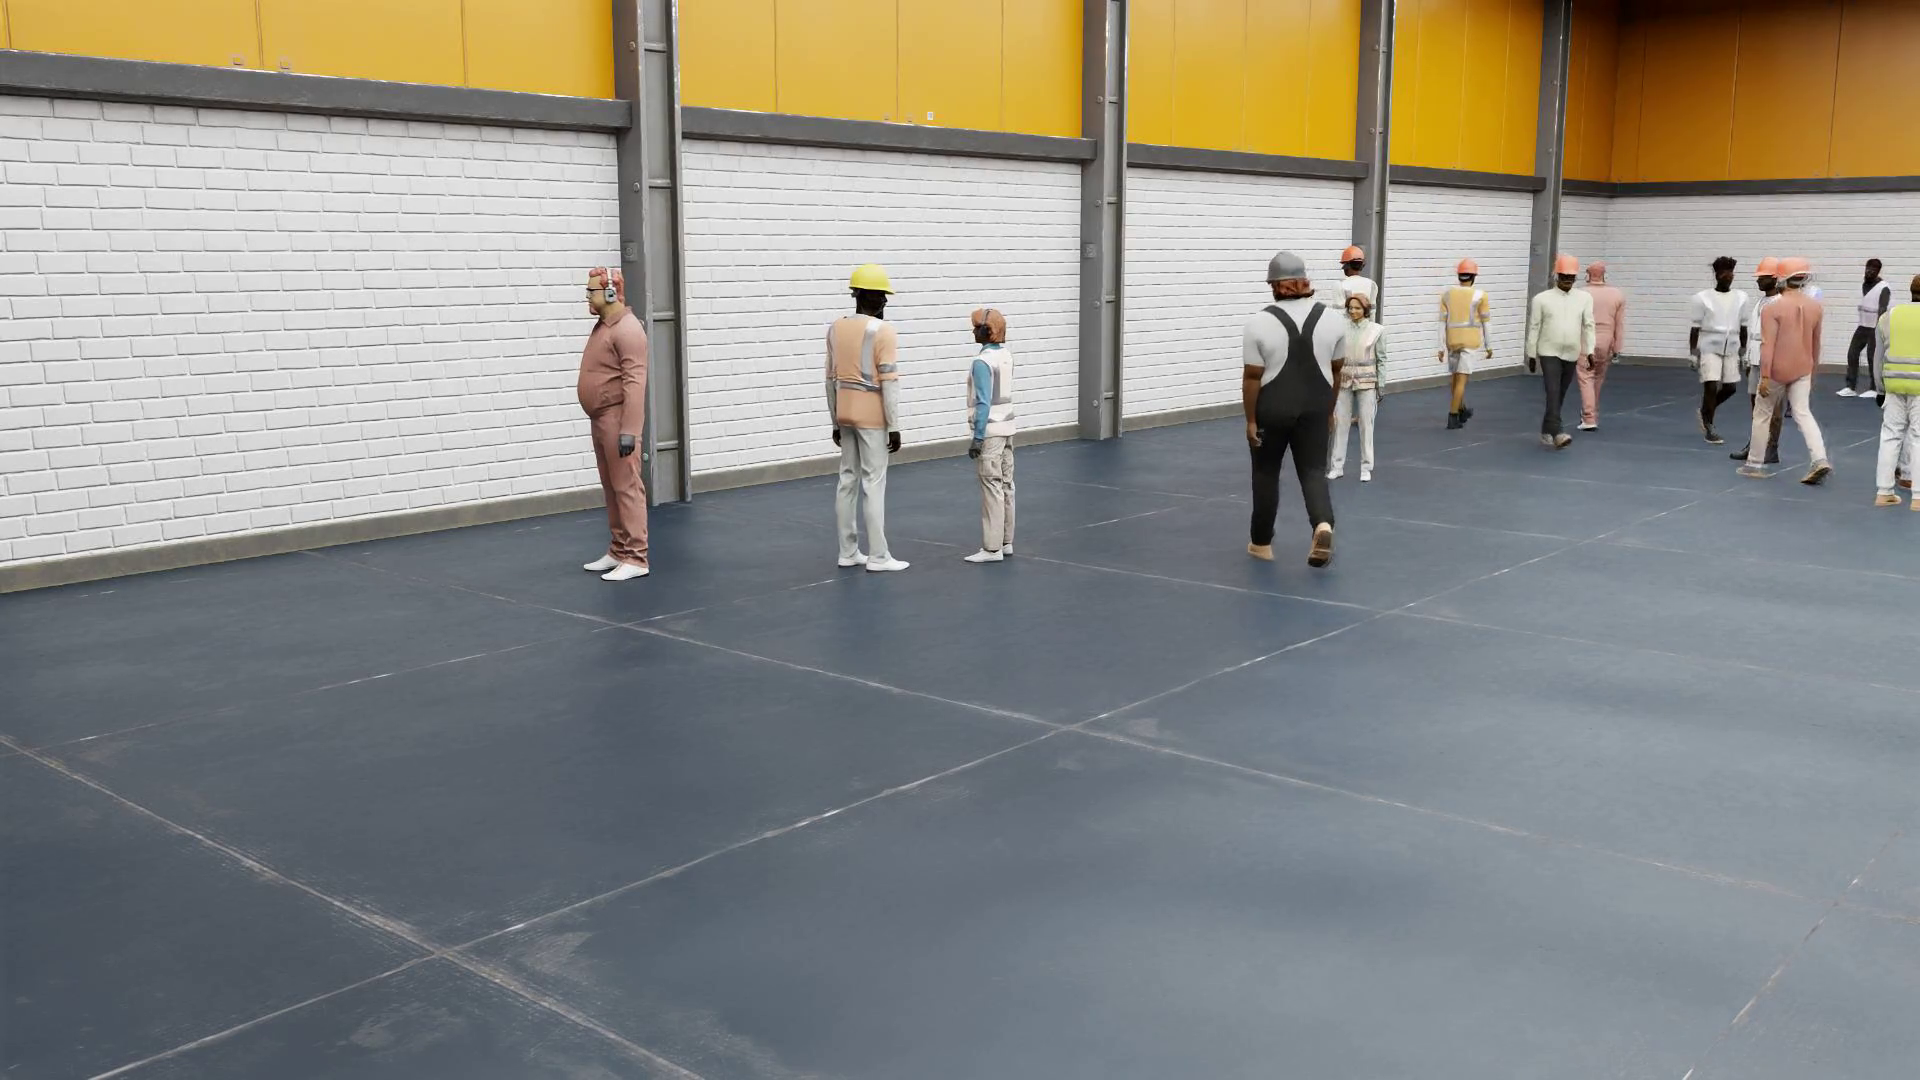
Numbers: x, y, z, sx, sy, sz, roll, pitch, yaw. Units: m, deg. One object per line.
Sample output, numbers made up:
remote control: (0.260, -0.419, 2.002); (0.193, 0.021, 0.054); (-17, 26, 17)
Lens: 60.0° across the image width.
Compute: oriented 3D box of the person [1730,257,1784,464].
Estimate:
person: (7.591, -1.688, 15.686); (0.360, 1.938, 0.546); (-1, 10, -7)

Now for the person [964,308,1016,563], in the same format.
person: (0.201, -0.670, 10.733); (0.313, 1.642, 0.513); (4, 11, 22)

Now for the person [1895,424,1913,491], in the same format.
person: (8.088, -1.372, 14.023); (0.560, 1.903, 0.829); (8, 13, 37)

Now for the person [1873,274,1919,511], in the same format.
person: (7.425, -1.153, 12.916); (0.429, 1.841, 0.634); (-6, 11, -29)

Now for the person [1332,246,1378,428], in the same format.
person: (4.397, -2.281, 18.762); (0.615, 2.041, 0.392); (-5, 11, -28)

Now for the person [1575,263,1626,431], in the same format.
person: (7.066, -2.170, 18.688); (0.663, 1.839, 1.014); (1, 10, 6)

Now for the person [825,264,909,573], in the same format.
person: (-0.590, -0.758, 10.431); (0.588, 1.923, 0.383); (10, 14, 44)

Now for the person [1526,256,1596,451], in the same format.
person: (6.072, -1.876, 16.760); (0.615, 1.937, 1.037); (0, 10, 0)

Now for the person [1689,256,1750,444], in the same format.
person: (7.904, -1.995, 17.403); (0.613, 1.947, 0.659); (0, 10, -2)

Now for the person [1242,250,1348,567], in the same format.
person: (2.114, -0.840, 10.566); (0.683, 2.000, 0.855); (-1, 10, -5)

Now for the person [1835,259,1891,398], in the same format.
person: (12.216, -2.833, 22.371); (0.724, 1.873, 0.629); (-2, 10, -11)

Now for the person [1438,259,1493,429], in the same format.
person: (5.748, -2.217, 18.849); (0.554, 1.884, 0.978); (8, 13, 39)

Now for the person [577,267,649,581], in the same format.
person: (-2.135, -0.708, 10.195); (0.405, 1.906, 0.653); (-5, 11, -27)

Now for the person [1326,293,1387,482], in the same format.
person: (3.442, -1.324, 14.470); (0.523, 1.636, 0.311); (5, 11, 27)

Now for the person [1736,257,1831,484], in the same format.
person: (7.215, -1.463, 14.393); (0.636, 1.956, 0.999); (-2, 10, -11)

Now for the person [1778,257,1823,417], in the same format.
person: (9.937, -2.397, 19.800); (0.549, 1.916, 0.584); (5, 11, 27)
